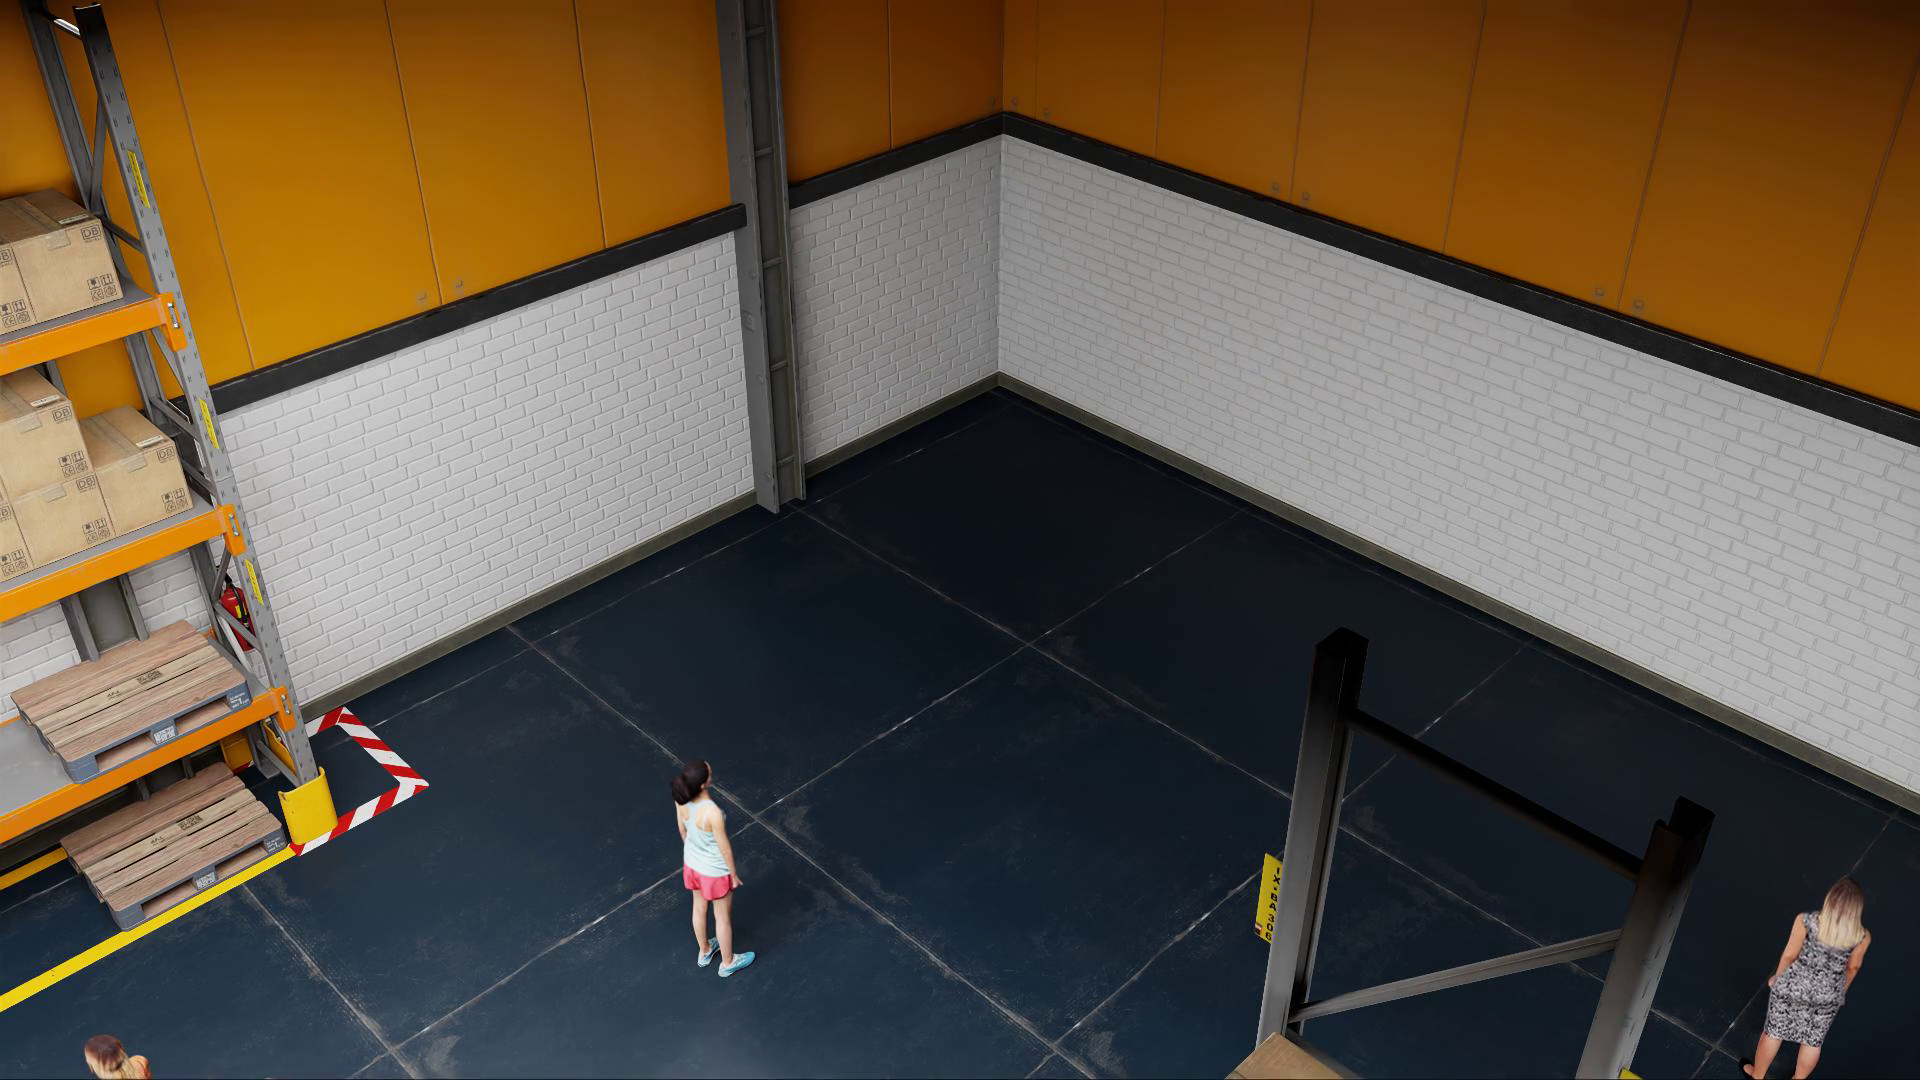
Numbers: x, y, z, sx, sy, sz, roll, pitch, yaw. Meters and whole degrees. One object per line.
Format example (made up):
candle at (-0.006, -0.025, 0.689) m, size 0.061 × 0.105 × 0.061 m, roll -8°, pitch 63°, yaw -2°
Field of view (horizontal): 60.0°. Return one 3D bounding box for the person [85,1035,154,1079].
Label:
person at (-4.468, 3.279, 9.083) m, size 0.712 × 1.628 × 0.606 m, roll 8°, pitch 34°, yaw 12°

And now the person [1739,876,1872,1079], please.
person at (5.058, 2.679, 9.918) m, size 0.637 × 1.703 × 0.624 m, roll 12°, pitch 35°, yaw 17°

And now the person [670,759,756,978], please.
person at (-1.618, 2.101, 10.732) m, size 0.614 × 1.765 × 0.625 m, roll 22°, pitch 40°, yaw 30°
